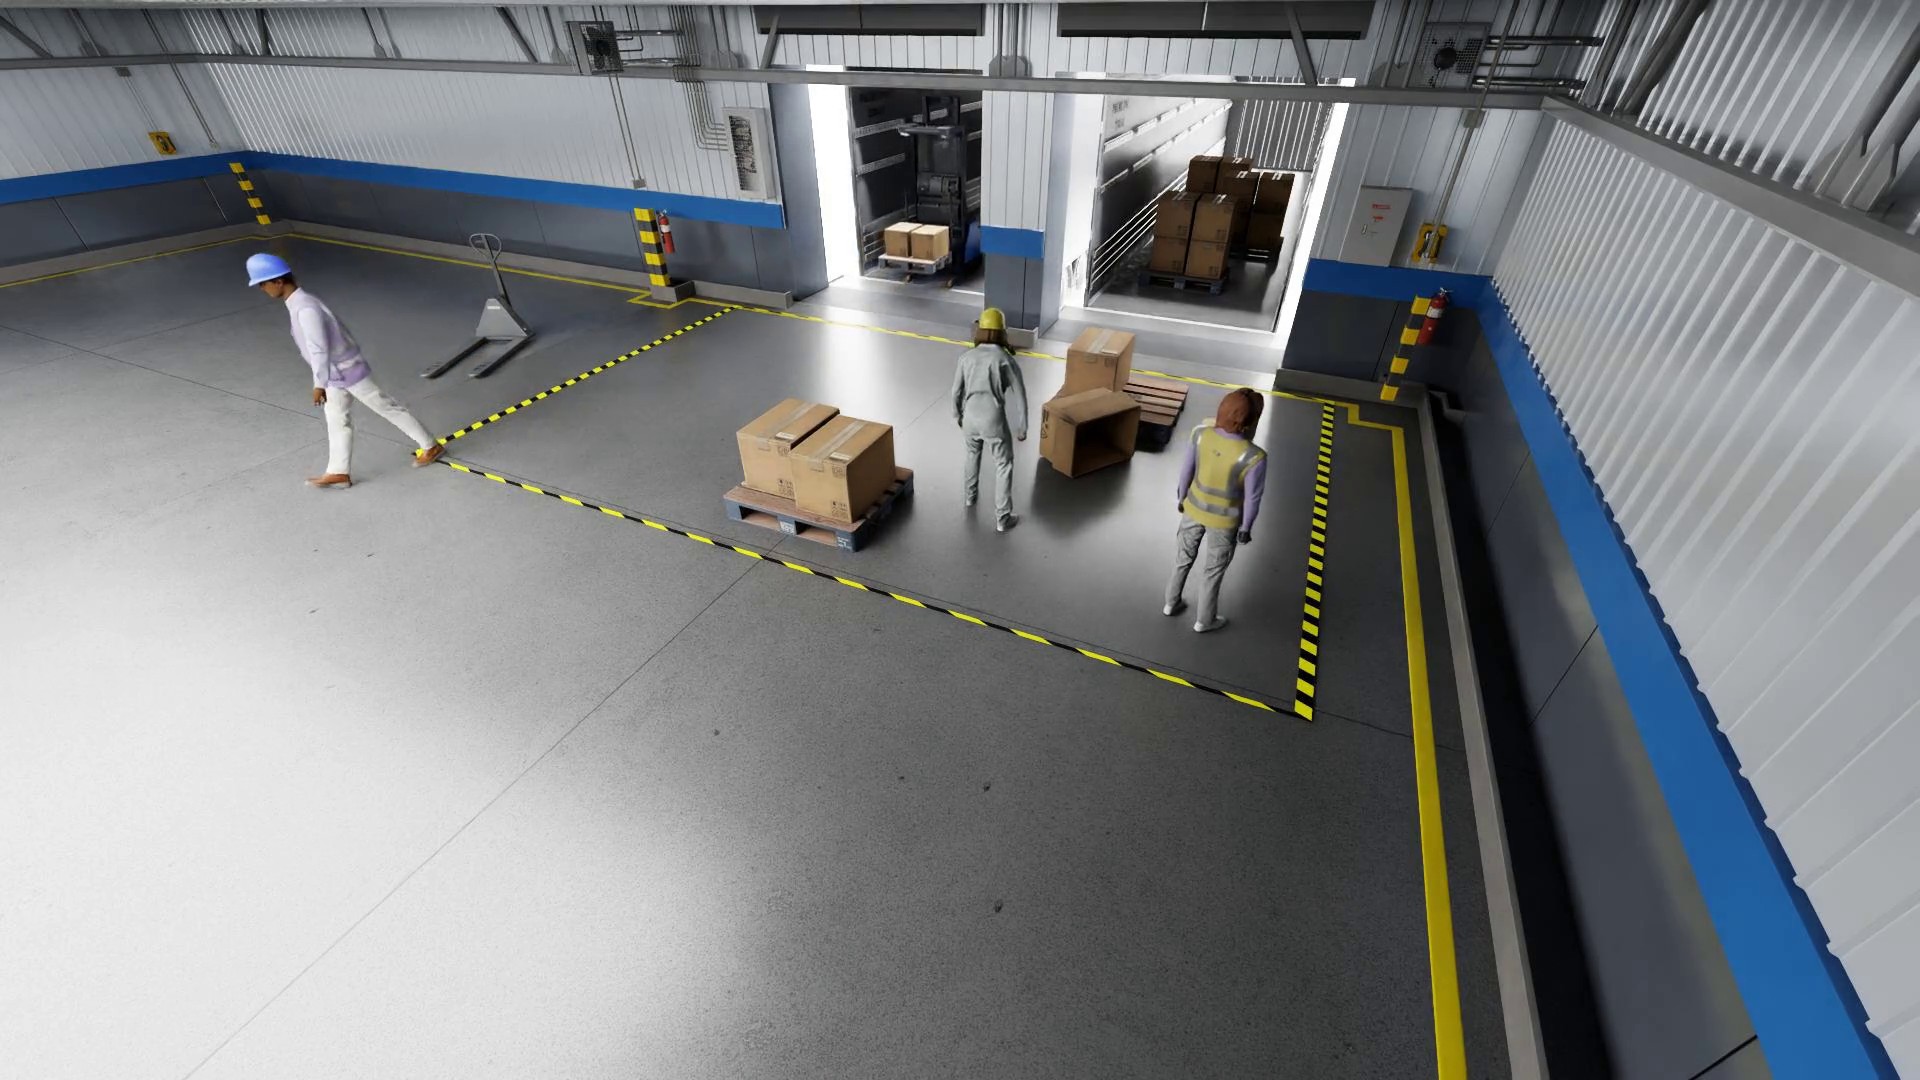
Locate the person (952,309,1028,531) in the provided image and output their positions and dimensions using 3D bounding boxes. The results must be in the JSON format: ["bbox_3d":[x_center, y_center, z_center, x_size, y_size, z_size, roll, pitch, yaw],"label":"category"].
[{"bbox_3d":[0.221,-0.923,5.650,0.659,1.561,0.686,15,38,20],"label":"person"}]

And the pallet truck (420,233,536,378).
[{"bbox_3d":[-5.664,-2.712,8.427,0.680,1.201,1.601,0,35,-1],"label":"pallet truck"}]

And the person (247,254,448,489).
[{"bbox_3d":[-5.095,-1.334,5.940,0.616,1.871,1.031,24,42,29],"label":"person"}]

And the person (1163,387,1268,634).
[{"bbox_3d":[1.544,-0.144,4.475,0.308,1.638,0.521,-27,43,-32],"label":"person"}]

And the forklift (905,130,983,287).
[{"bbox_3d":[-0.130,-5.097,11.084,0.716,2.013,0.776,14,38,19],"label":"forklift"}]
